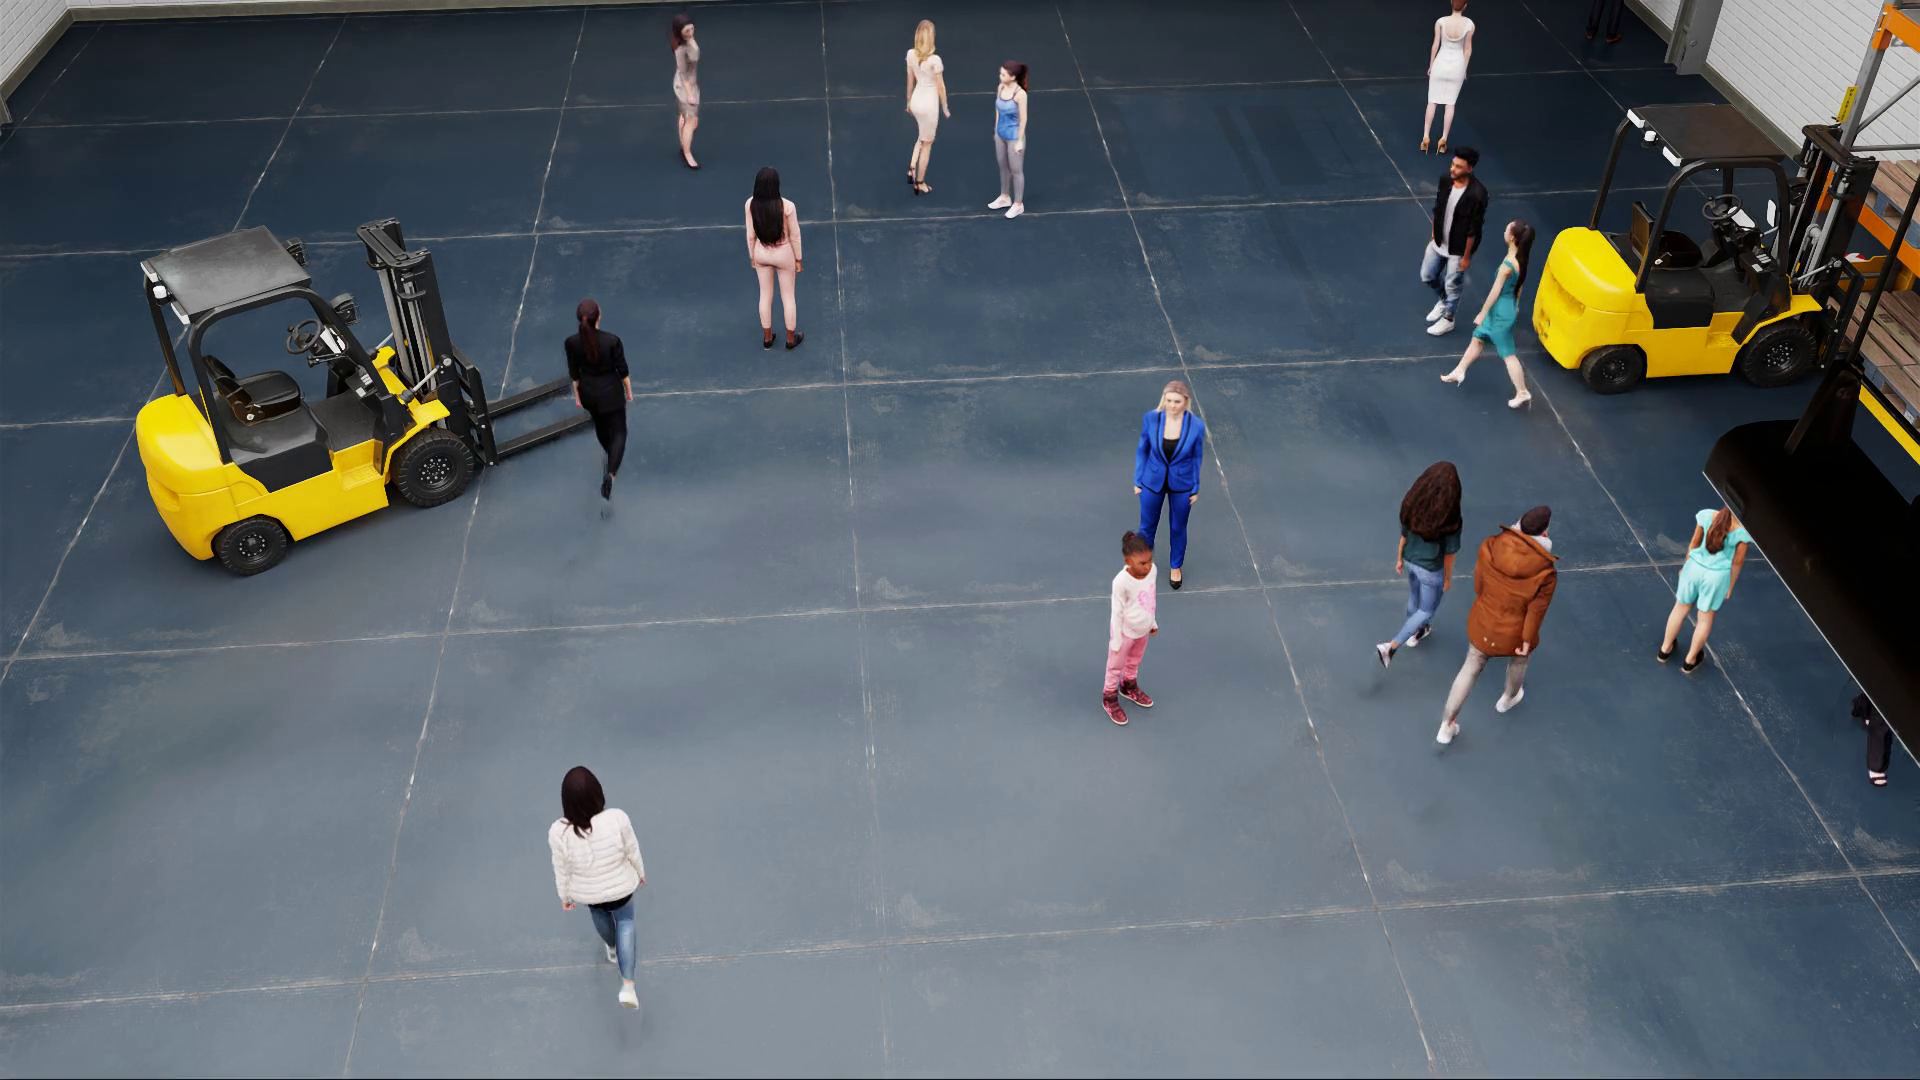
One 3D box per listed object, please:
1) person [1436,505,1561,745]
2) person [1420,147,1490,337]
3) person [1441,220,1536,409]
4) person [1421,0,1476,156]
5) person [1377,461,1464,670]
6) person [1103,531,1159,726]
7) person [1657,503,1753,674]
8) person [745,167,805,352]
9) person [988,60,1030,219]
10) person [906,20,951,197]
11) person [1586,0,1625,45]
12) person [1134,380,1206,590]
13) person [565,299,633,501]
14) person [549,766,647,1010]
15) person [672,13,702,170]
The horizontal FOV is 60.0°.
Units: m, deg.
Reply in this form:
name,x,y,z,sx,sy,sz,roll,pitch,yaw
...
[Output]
name,x,y,z,sx,sy,sz,roll,pitch,yaw
person,3.407,0.573,10.600,1.137,1.798,1.208,28,46,30
person,4.434,-2.659,14.652,0.904,1.792,0.798,-24,44,-27
person,4.536,-1.805,13.704,1.009,1.640,1.014,22,44,25
person,5.118,-4.915,17.476,0.627,1.793,0.610,13,40,16
person,3.113,0.198,11.228,0.973,1.601,0.988,32,48,34
person,1.117,0.551,10.914,0.630,1.441,0.665,-29,47,-31
person,5.042,0.226,11.227,0.630,1.558,0.690,27,46,29
person,-1.610,-2.438,14.433,0.678,1.721,0.621,6,39,8
person,0.504,-3.990,16.465,0.715,1.609,0.625,-24,45,-27
person,-0.414,-4.270,16.650,0.722,1.817,0.780,31,48,33
person,7.874,-6.874,19.925,0.773,1.798,0.792,21,43,24
person,1.486,-0.406,11.904,0.682,1.701,0.645,7,39,9
person,-2.761,-1.055,12.767,0.689,1.638,1.040,2,39,2
person,-1.940,1.914,9.066,0.681,1.617,0.977,-7,39,-9
person,-2.869,-4.686,17.258,0.816,1.707,0.471,-10,40,-12
